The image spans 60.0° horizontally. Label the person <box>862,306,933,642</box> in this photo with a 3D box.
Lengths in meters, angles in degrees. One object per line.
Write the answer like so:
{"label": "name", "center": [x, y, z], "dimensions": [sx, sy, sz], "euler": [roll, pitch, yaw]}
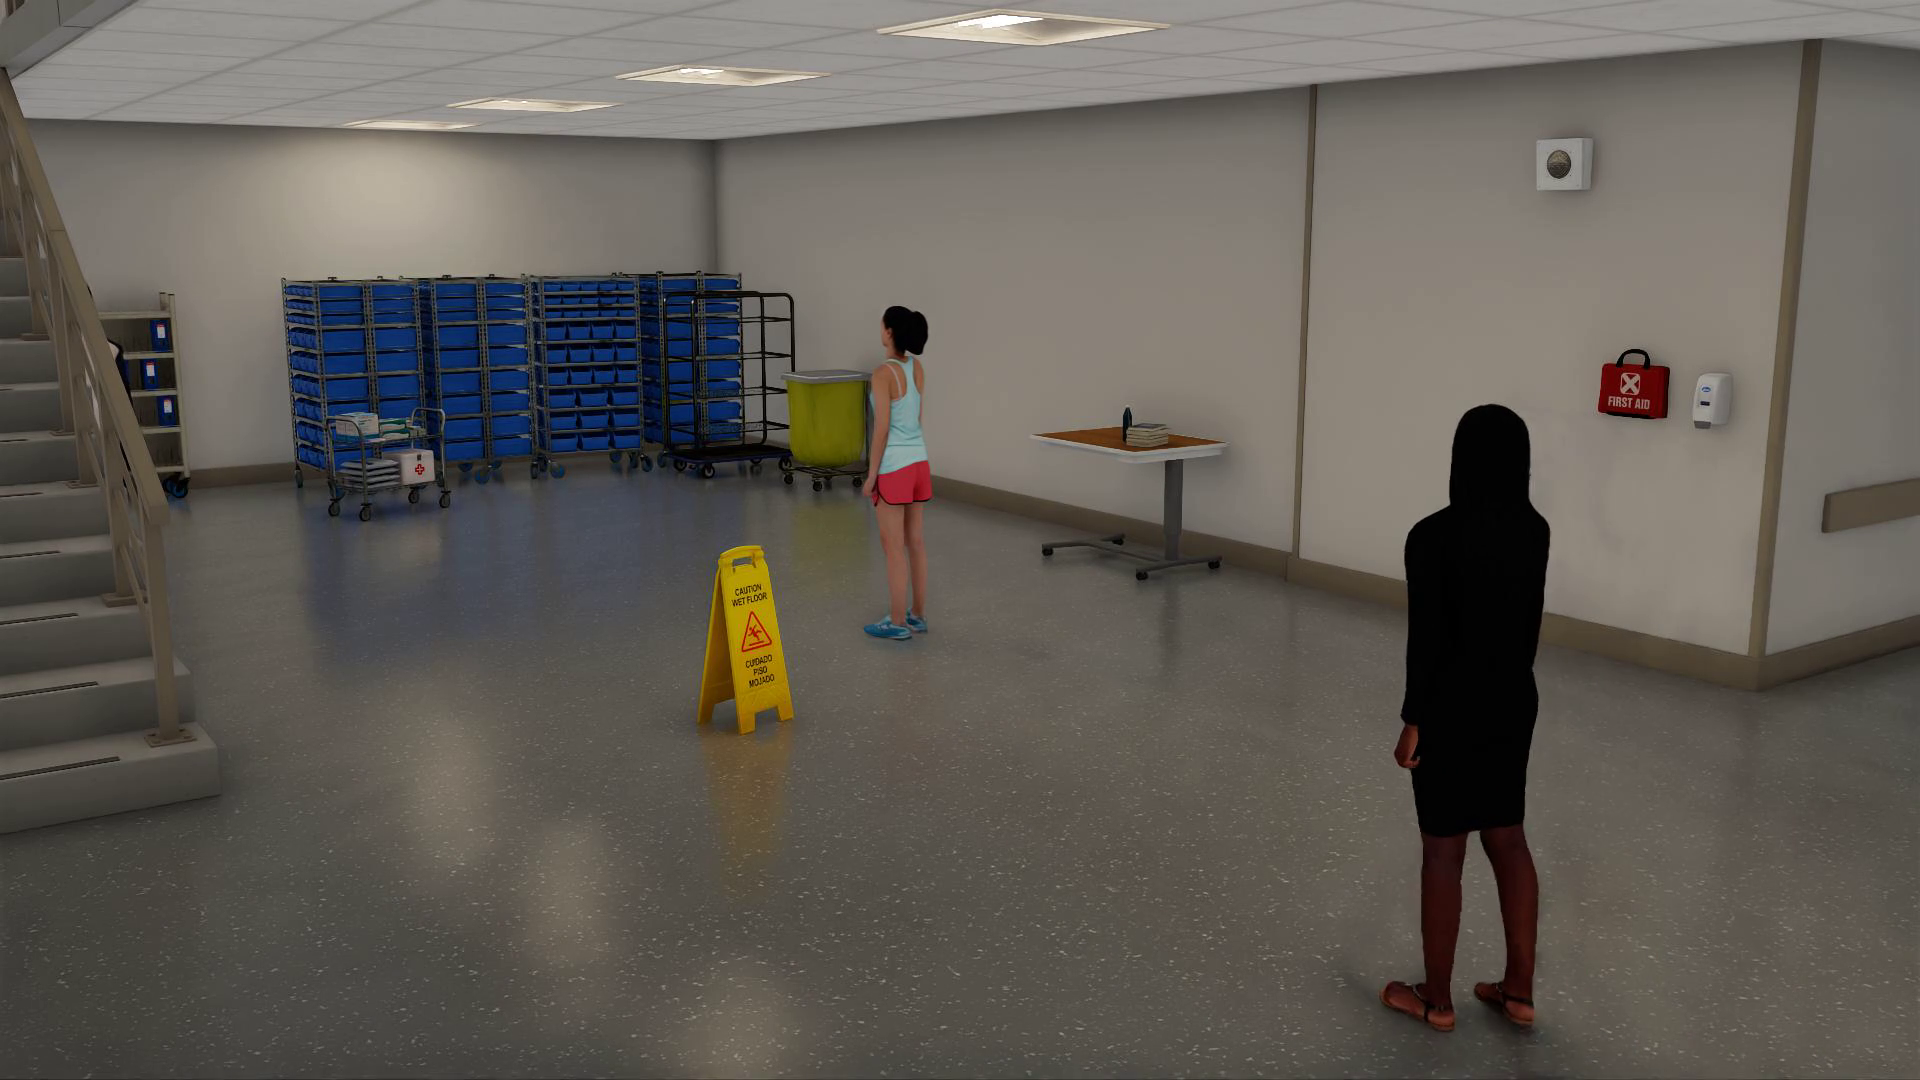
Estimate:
{"label": "person", "center": [-0.326, -0.358, 8.826], "dimensions": [0.689, 1.764, 0.673], "euler": [7, 13, 34]}

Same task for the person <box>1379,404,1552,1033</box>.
{"label": "person", "center": [1.394, 0.487, 4.491], "dimensions": [0.659, 1.720, 0.632], "euler": [-5, 12, -23]}

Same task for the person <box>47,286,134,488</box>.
{"label": "person", "center": [-4.760, -0.462, 9.037], "dimensions": [0.715, 1.890, 0.621], "euler": [-10, 14, -41]}
